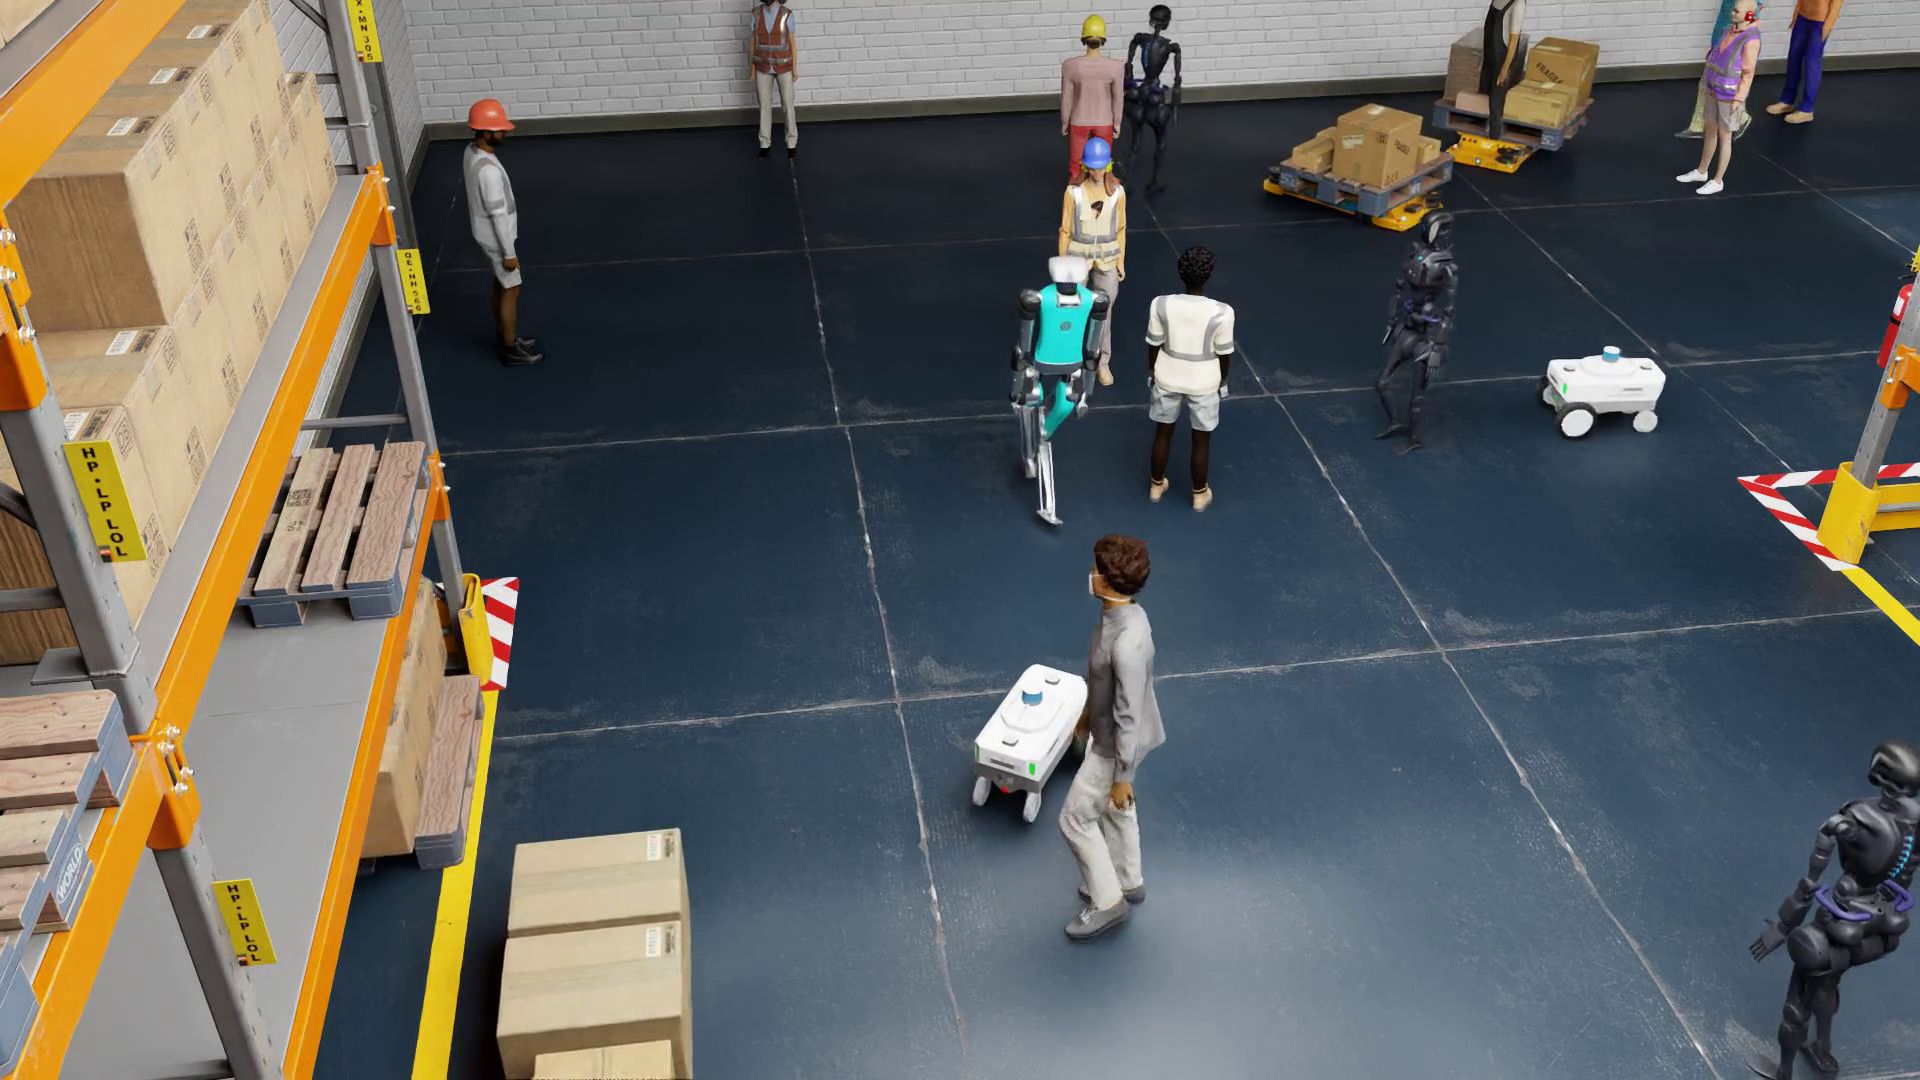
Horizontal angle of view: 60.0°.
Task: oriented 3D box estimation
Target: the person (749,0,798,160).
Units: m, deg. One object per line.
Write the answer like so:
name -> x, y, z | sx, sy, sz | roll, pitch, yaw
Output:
person -> -1.697, -4.317, 15.165 | 0.433, 1.689, 0.311 | 3, 33, 4

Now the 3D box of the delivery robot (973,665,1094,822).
delivery robot -> 0.352, 0.946, 8.133 | 0.499, 0.585, 0.785 | 15, 36, 21

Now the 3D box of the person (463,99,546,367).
person -> -3.194, -2.127, 11.602 | 0.382, 1.924, 0.546 | -16, 36, -22

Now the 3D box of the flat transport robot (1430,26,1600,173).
flat transport robot -> 5.154, -3.810, 15.691 | 0.659, 0.231, 1.431 | 21, 39, 29

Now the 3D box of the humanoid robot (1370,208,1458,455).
humanoid robot -> 2.901, -1.298, 10.556 | 0.375, 1.652, 0.586 | -14, 36, -20

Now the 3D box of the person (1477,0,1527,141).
person -> 4.856, -4.328, 15.056 | 0.344, 1.839, 0.499 | -4, 33, -7

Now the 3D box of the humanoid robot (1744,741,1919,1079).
humanoid robot -> 3.353, 1.453, 6.337 | 0.599, 1.653, 0.312 | -9, 34, -14

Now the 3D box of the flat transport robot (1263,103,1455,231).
flat transport robot -> 3.426, -3.039, 14.510 | 1.431, 0.231, 0.659 | 28, 42, 36

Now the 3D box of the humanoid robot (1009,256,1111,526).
humanoid robot -> 0.534, -0.987, 10.050 | 0.569, 1.740, 1.047 | -5, 33, -7

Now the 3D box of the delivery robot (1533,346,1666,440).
delivery robot -> 4.280, -1.001, 11.138 | 0.804, 0.610, 0.499 | -1, 33, -2

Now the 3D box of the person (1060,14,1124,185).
person -> 1.083, -3.450, 13.766 | 0.525, 1.772, 0.305 | 2, 33, 3

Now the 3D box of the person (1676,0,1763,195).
person -> 6.661, -3.863, 14.467 | 0.345, 1.693, 0.497 | -5, 33, -8

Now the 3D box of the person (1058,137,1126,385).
person -> 0.899, -1.886, 11.362 | 0.462, 1.778, 0.310 | -3, 33, -4

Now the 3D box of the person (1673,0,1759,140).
person -> 7.172, -4.532, 15.460 | 0.577, 1.720, 0.597 | 0, 33, 0

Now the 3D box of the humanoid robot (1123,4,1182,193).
humanoid robot -> 1.648, -3.796, 14.386 | 0.601, 1.654, 0.394 | 24, 40, 32

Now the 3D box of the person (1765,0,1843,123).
person -> 8.235, -5.046, 16.033 | 0.404, 1.971, 0.518 | -8, 34, -13

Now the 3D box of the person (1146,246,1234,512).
person -> 1.368, -0.959, 10.024 | 0.533, 1.693, 0.319 | 13, 35, 19

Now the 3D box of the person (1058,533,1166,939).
person -> 0.655, 0.868, 7.070 | 0.434, 1.866, 0.648 | 3, 33, 4
